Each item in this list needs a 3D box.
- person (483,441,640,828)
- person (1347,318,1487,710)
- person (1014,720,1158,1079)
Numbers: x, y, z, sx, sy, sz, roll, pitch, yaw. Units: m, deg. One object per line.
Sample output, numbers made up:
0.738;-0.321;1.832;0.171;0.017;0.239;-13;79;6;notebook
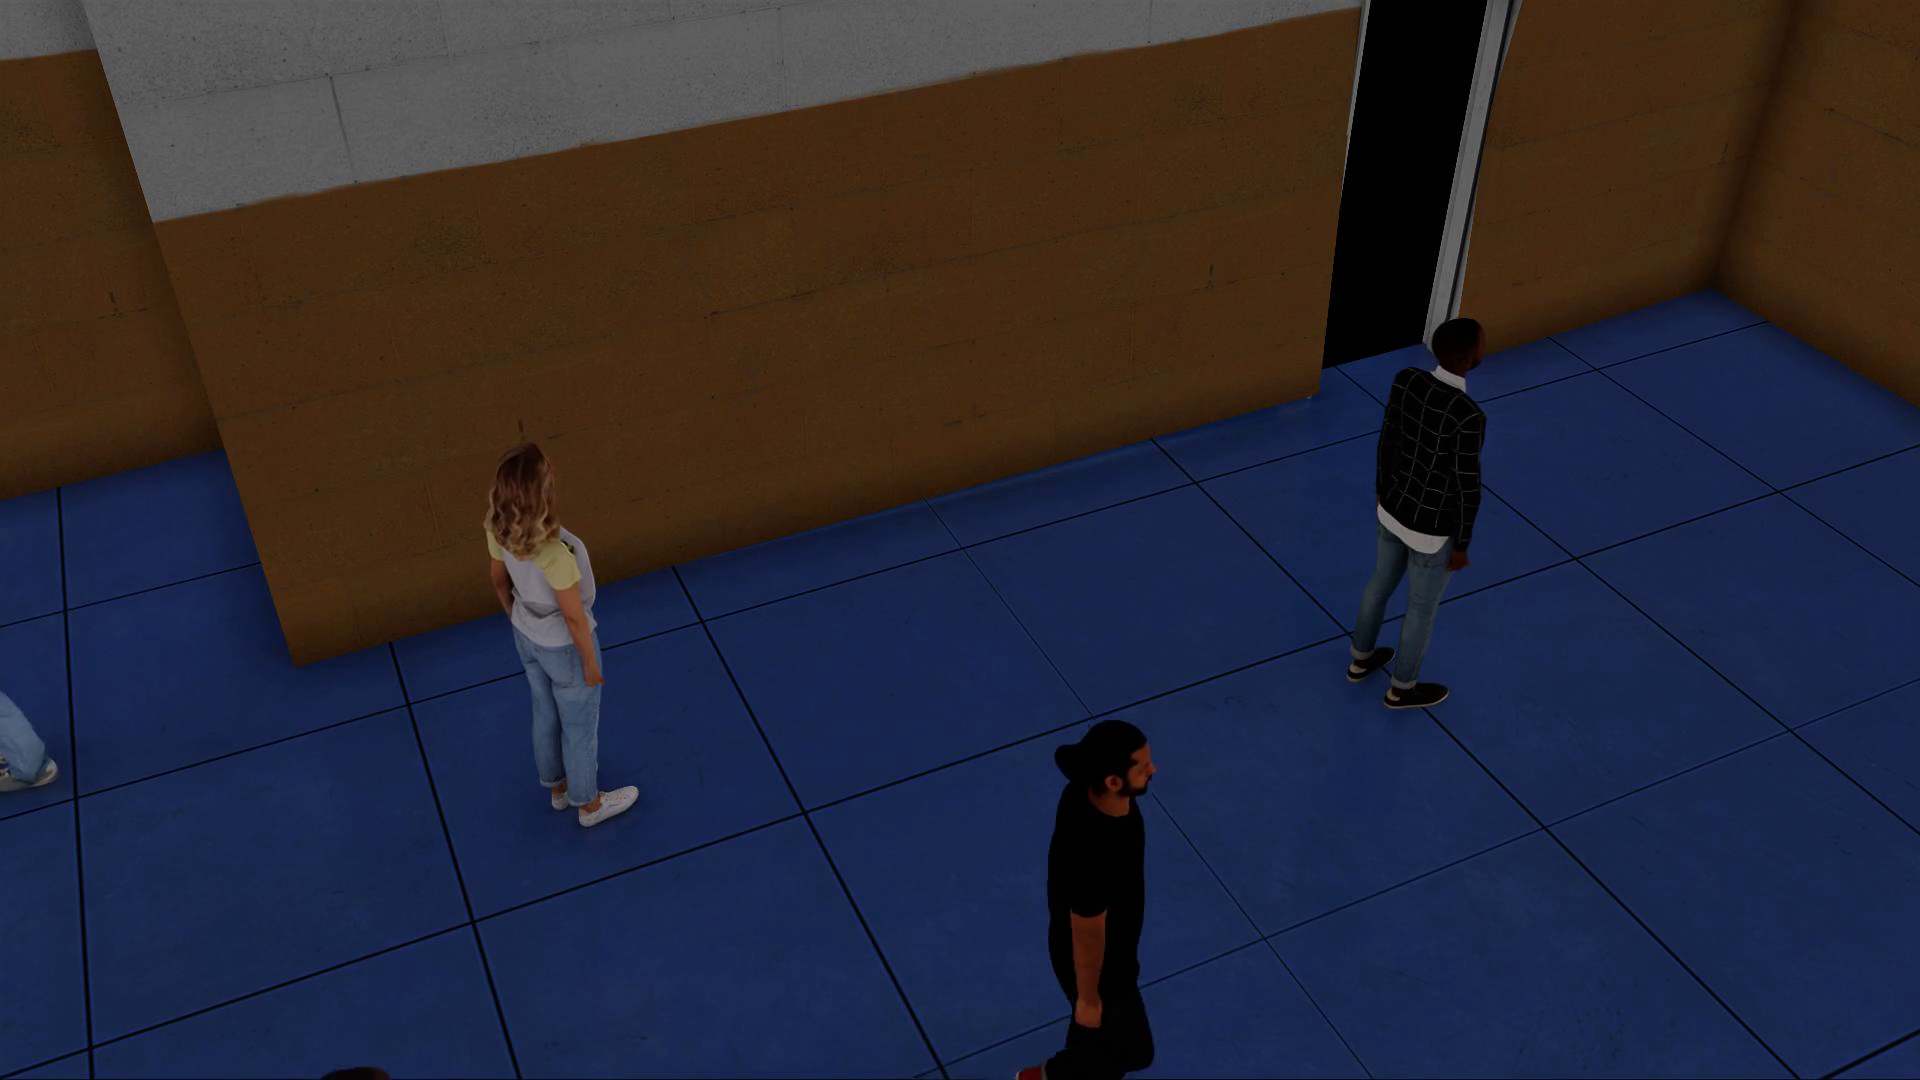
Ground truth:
-1.527;0.378;6.246;0.638;1.723;0.769;25;44;30;person
1.872;-0.098;6.813;0.734;1.820;0.514;-19;41;-23;person
0.352;1.229;5.104;0.870;1.749;0.798;5;37;7;person
